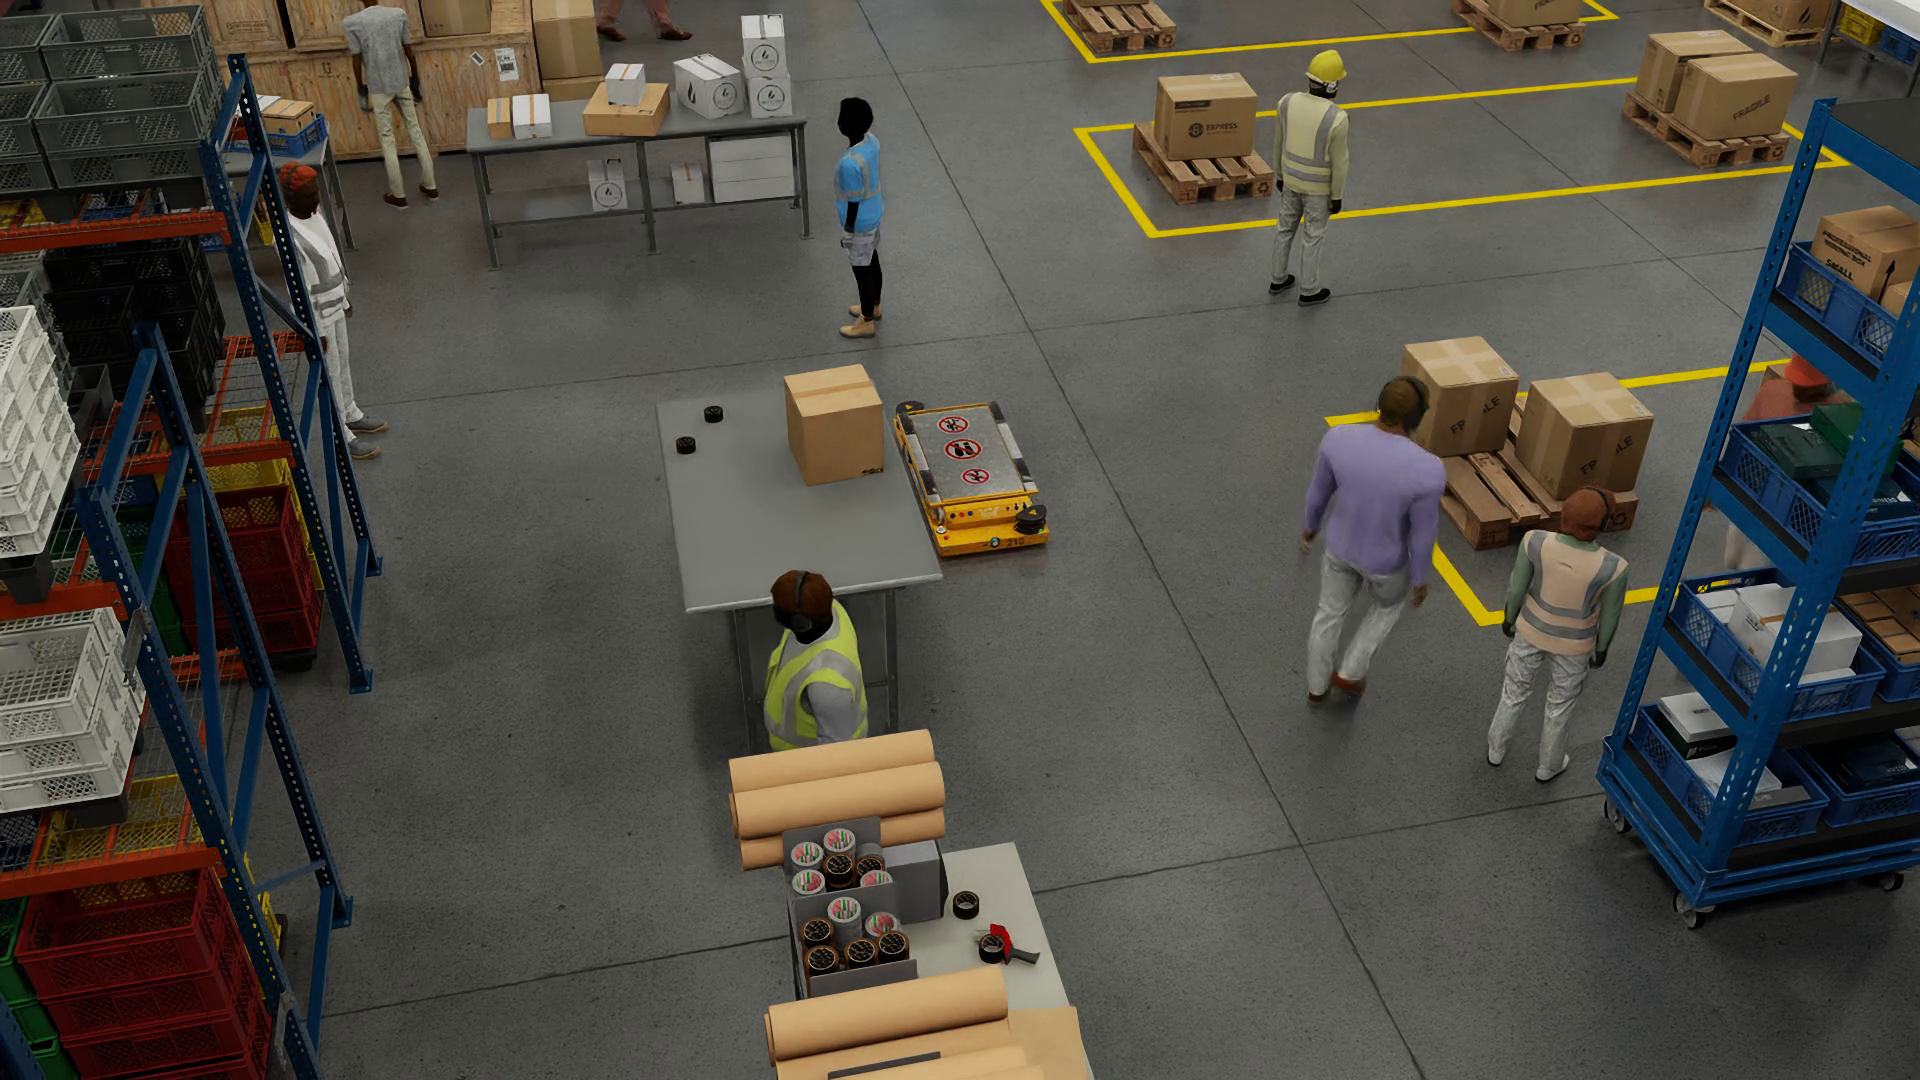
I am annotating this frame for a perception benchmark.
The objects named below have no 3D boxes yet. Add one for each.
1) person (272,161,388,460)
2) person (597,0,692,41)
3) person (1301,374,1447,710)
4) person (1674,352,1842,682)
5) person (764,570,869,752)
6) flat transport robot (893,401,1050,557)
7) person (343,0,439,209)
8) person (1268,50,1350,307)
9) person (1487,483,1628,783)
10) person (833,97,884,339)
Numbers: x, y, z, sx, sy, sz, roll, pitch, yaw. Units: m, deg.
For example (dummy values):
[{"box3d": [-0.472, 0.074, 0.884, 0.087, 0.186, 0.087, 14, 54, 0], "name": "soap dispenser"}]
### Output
[{"box3d": [-3.836, -1.383, 10.047, 0.354, 1.886, 0.572, -2, 37, -2], "name": "person"}, {"box3d": [-3.136, -5.670, 15.852, 0.914, 1.850, 0.614, 7, 37, 9], "name": "person"}, {"box3d": [1.973, 0.046, 8.104, 0.728, 1.918, 0.466, 25, 43, 29], "name": "person"}, {"box3d": [4.013, -0.154, 8.321, 0.500, 1.983, 0.665, -14, 39, -18], "name": "person"}, {"box3d": [-0.603, 0.872, 7.054, 0.429, 1.840, 0.629, -5, 37, -7], "name": "person"}, {"box3d": [0.046, -0.430, 10.108, 0.652, 0.197, 1.431, -8, 37, -10], "name": "flat transport robot"}, {"box3d": [-4.434, -3.508, 12.927, 0.508, 1.860, 0.323, -24, 43, -29], "name": "person"}, {"box3d": [2.451, -2.519, 11.617, 0.404, 1.832, 0.595, -29, 45, -33], "name": "person"}, {"box3d": [2.783, 0.450, 7.786, 0.514, 1.640, 0.310, 21, 42, 26], "name": "person"}, {"box3d": [-0.685, -2.185, 11.278, 0.318, 1.699, 0.533, 7, 37, 9], "name": "person"}]
